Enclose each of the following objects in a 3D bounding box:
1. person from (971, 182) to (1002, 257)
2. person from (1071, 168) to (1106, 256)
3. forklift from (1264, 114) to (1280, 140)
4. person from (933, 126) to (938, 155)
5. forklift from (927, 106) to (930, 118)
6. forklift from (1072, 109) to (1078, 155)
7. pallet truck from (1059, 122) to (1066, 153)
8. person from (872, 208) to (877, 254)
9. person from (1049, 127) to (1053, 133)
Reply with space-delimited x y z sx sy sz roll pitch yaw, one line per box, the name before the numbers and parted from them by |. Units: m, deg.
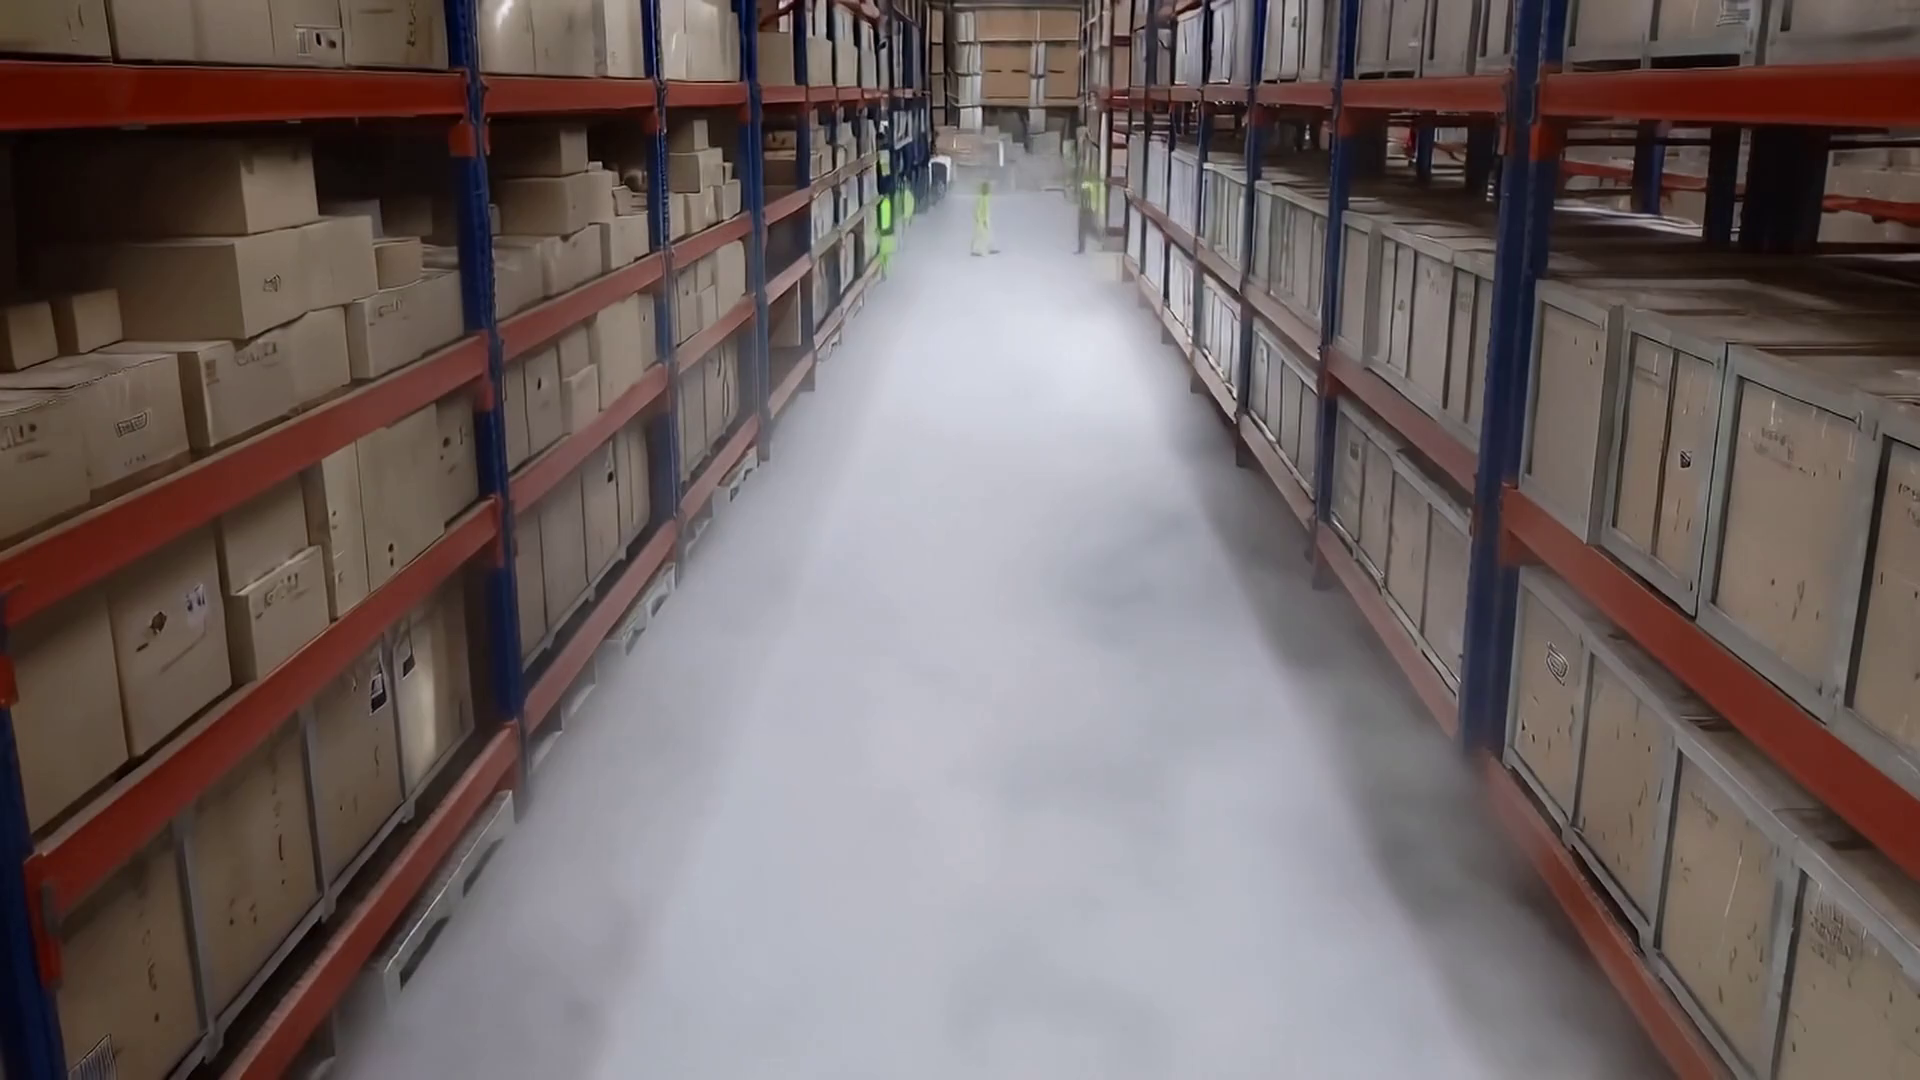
person | 0.573 -6.934 36.018 0.787 1.593 0.530 3 15 12
person | 2.807 -7.147 36.272 0.645 1.899 0.612 1 15 5
forklift | 11.018 -13.913 59.559 1.129 2.768 1.873 0 15 2
person | -1.247 -18.863 79.760 0.627 1.941 0.371 10 18 32
forklift | -1.918 -21.452 87.608 1.129 2.768 1.873 0 15 2
forklift | 5.263 -17.032 71.163 1.129 2.768 1.873 10 18 34
pallet truck | 5.788 -21.111 88.014 1.885 1.965 0.823 5 16 18
person | -1.992 -6.562 34.611 0.775 1.597 0.527 -4 15 -13
person | 5.078 -22.404 93.509 0.314 1.636 0.515 1 15 5
